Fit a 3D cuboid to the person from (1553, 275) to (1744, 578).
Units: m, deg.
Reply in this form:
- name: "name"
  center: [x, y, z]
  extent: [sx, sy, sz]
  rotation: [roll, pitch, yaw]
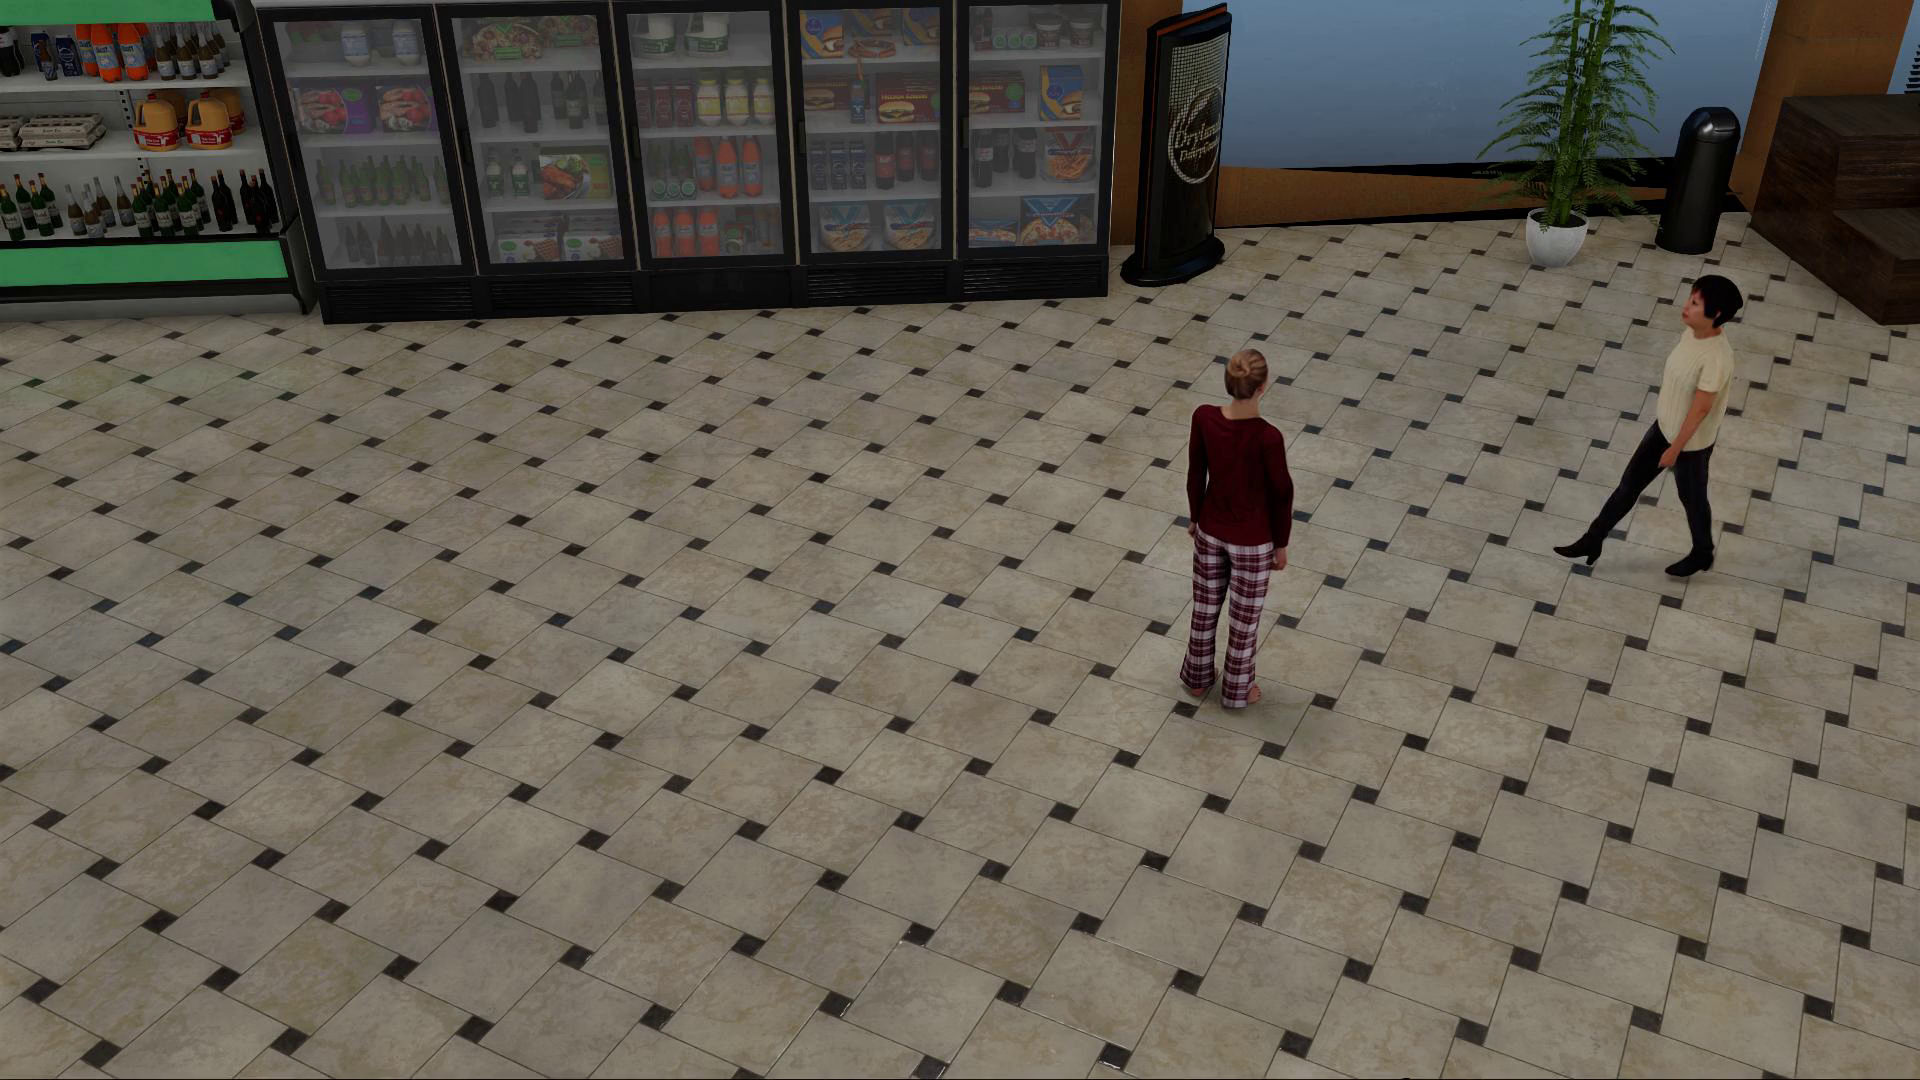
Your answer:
- name: "person"
  center: [3.443, -0.466, 7.767]
  extent: [1.009, 1.546, 0.672]
  rotation: [1, 32, 1]

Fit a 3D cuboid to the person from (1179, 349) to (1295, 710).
- name: "person"
  center: [1.149, -0.039, 6.948]
  extent: [0.664, 1.687, 0.738]
  rotation: [21, 38, 30]
